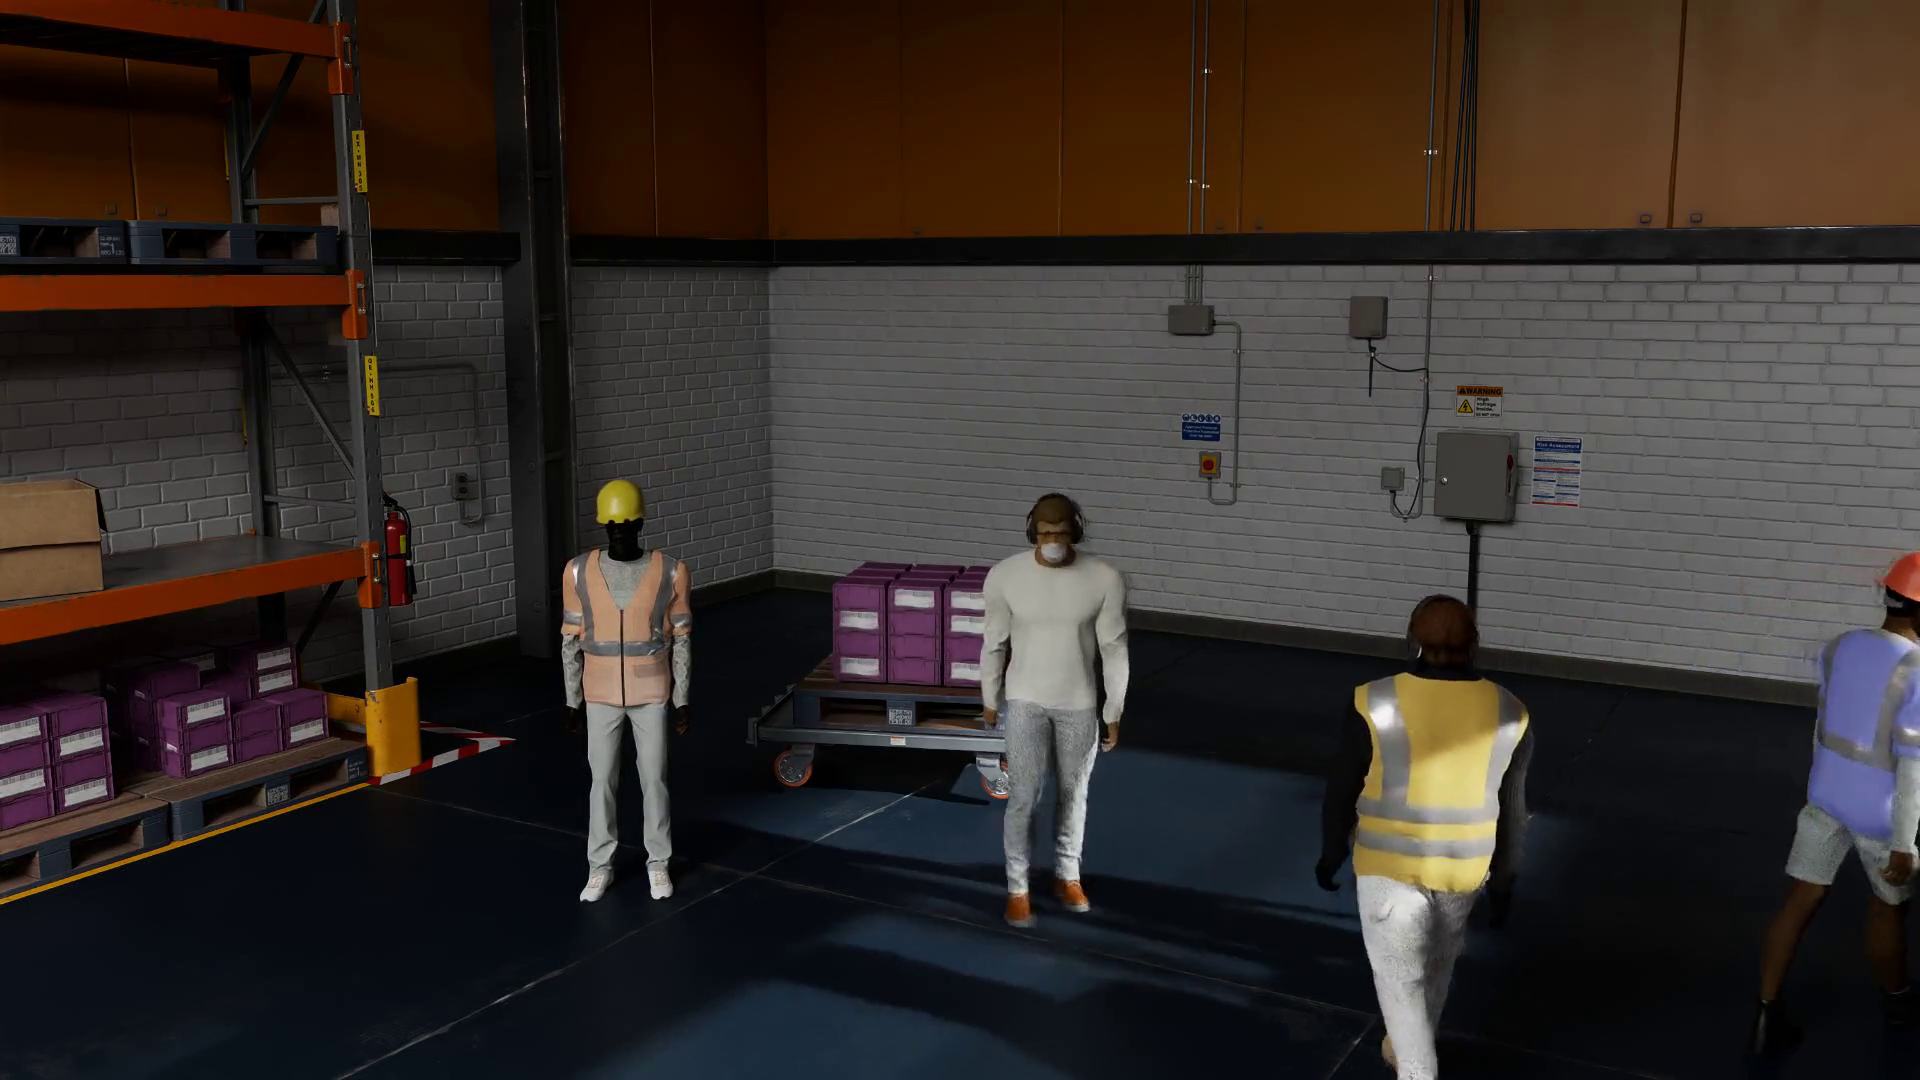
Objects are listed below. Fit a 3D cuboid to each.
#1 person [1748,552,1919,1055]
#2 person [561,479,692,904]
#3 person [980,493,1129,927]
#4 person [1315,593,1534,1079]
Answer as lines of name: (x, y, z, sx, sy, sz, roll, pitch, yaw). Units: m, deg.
person: (3.294, 0.951, 6.028, 0.963, 1.869, 0.643, -3, 10, -17)
person: (-1.501, 0.681, 7.518, 0.585, 1.928, 0.370, -1, 9, -5)
person: (0.412, 0.722, 7.325, 0.649, 1.918, 0.509, 0, 9, 0)
person: (1.531, 1.075, 5.473, 0.630, 1.807, 0.936, -1, 9, -4)
